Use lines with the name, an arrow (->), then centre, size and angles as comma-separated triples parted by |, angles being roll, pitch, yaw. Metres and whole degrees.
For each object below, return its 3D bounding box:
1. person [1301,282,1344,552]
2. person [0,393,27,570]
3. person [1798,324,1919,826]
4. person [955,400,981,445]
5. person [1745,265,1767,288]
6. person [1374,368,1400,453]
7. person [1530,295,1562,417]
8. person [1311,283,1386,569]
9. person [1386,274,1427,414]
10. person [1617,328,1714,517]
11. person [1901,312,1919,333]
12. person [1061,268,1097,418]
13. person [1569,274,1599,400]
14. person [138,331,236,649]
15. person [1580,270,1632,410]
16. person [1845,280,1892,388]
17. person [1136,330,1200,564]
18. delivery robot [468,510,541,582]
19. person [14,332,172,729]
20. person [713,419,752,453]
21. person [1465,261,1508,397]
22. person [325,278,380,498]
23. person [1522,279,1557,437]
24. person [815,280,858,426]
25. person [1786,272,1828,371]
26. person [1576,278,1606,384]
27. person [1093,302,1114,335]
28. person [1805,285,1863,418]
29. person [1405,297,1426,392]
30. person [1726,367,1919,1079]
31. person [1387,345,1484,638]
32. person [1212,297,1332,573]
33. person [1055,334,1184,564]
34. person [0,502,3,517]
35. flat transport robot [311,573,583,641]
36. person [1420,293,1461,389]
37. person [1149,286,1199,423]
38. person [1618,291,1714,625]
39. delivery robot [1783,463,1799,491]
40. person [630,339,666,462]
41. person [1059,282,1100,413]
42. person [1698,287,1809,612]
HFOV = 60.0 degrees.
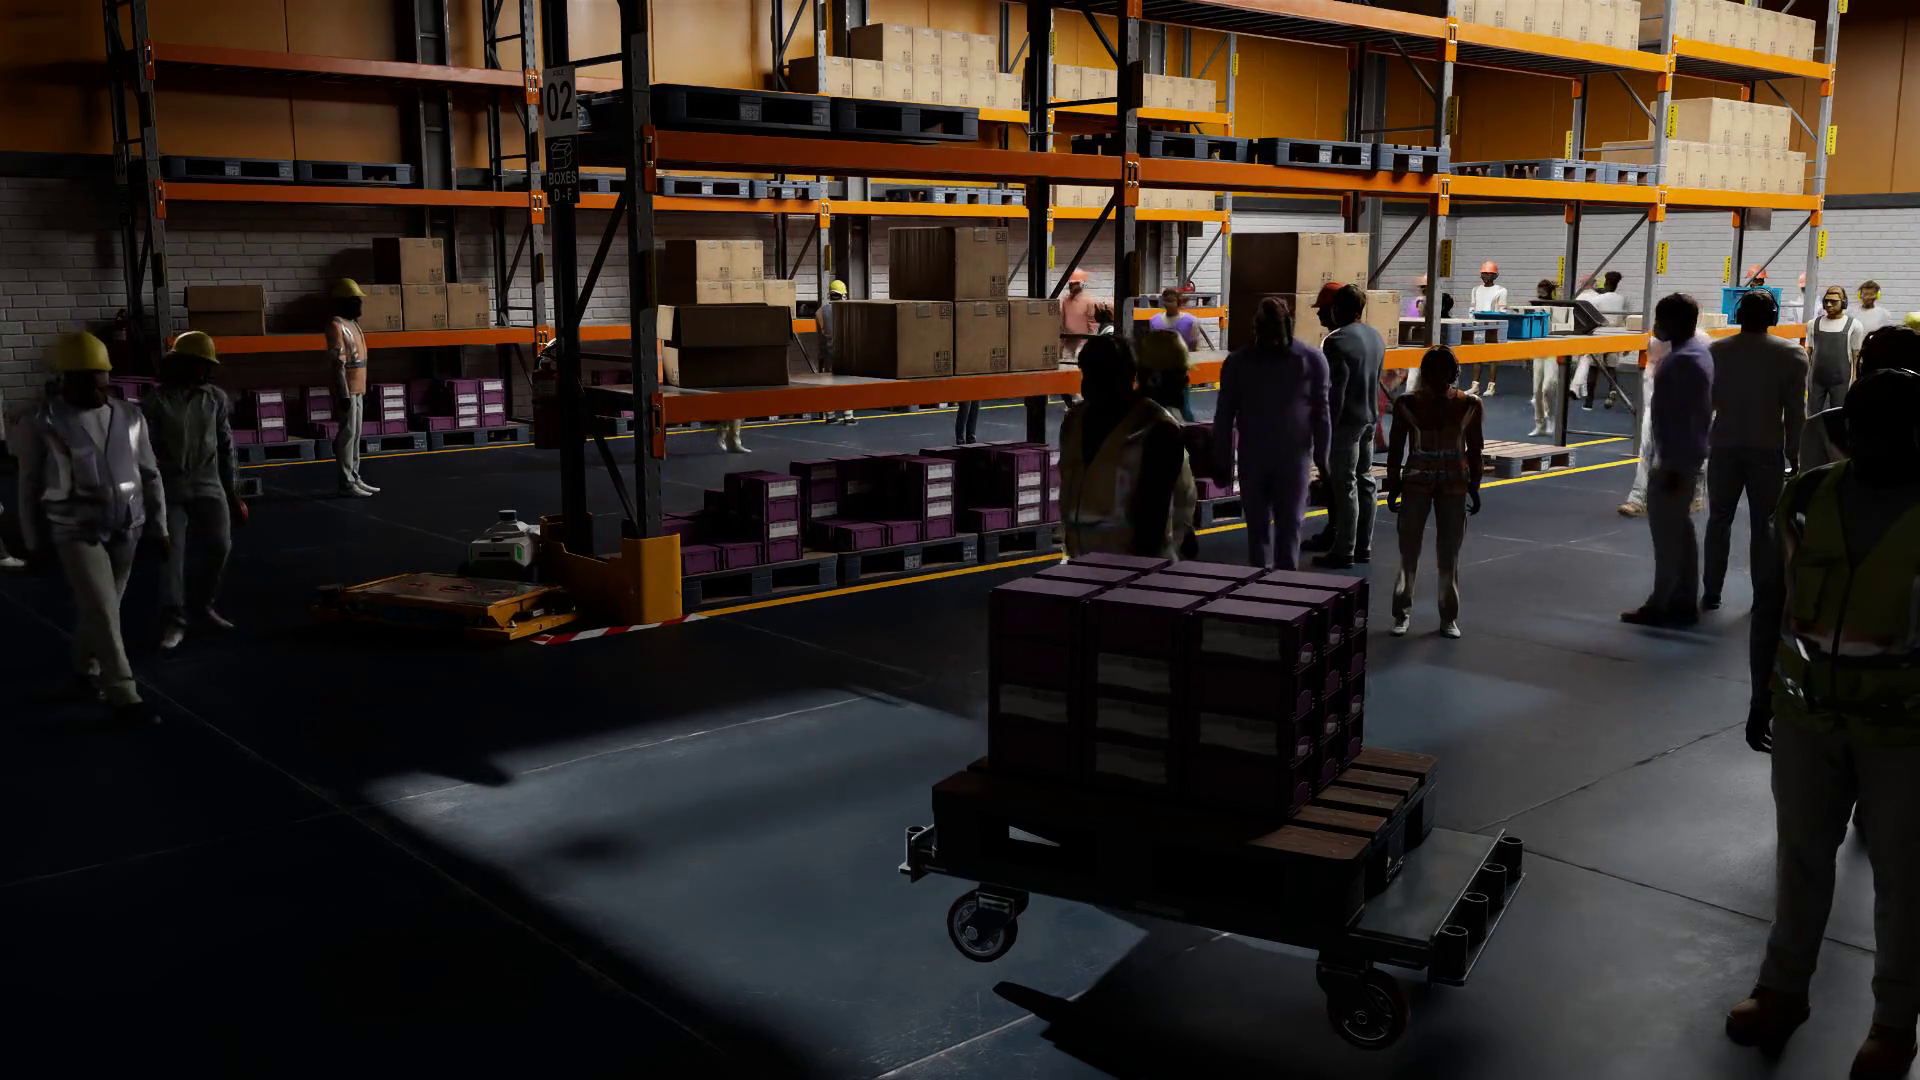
person -> 2.674, -0.883, 12.010 | 0.358, 1.936, 0.552 | 5, 11, 28
person -> -6.677, -0.745, 11.259 | 0.585, 1.918, 0.378 | 4, 10, 21
person -> 3.292, 0.169, 6.015 | 0.575, 1.883, 0.355 | 0, 10, -1
person -> 0.122, -1.670, 17.504 | 0.277, 1.633, 0.507 | 6, 11, 31
person -> 11.094, -2.848, 23.341 | 0.610, 1.996, 0.384 | -3, 10, -16
person -> 4.400, -1.763, 17.738 | 0.787, 1.743, 0.528 | -6, 12, -33
person -> 7.830, -2.415, 21.919 | 0.375, 1.622, 0.505 | 4, 10, 21
person -> 2.651, -0.773, 11.364 | 0.378, 1.940, 0.628 | 10, 14, 44
person -> 6.107, -2.628, 22.372 | 0.880, 1.903, 0.542 | -2, 10, -13
person -> 5.802, -1.073, 13.558 | 0.949, 1.792, 0.644 | -7, 12, -34
person -> 6.687, -0.712, 11.601 | 0.655, 1.730, 0.602 | -7, 12, -34
person -> 1.574, -2.568, 21.768 | 0.565, 1.980, 0.620 | -8, 13, -41
person -> 9.311, -3.023, 24.762 | 0.983, 1.868, 0.648 | -9, 13, -42
person -> -4.272, -0.275, 9.108 | 0.409, 1.725, 0.625 | 9, 13, 42
person -> 8.859, -2.724, 22.803 | 0.688, 1.934, 0.567 | 1, 10, 4
person -> 10.629, -2.129, 19.563 | 0.564, 1.851, 0.586 | 7, 12, 35
person -> 0.967, -0.032, 7.431 | 0.890, 1.790, 0.614 | 2, 10, 13
delivery robot -> -2.784, 0.057, 10.275 | 0.477, 0.478, 0.707 | 0, 10, -1
person -> -4.003, -0.070, 7.693 | 0.915, 1.792, 0.607 | 7, 12, 34
person -> -2.419, -1.714, 17.795 | 0.376, 1.611, 0.576 | 4, 11, 24
person -> 7.975, -3.195, 25.228 | 0.365, 2.048, 0.605 | -9, 13, -42
person -> -5.384, -1.335, 14.718 | 0.371, 1.935, 0.597 | -1, 10, -5
person -> 6.850, -2.118, 19.499 | 0.392, 1.847, 0.560 | -9, 13, -41
person -> -1.527, -2.346, 20.922 | 0.596, 1.825, 0.403 | 4, 11, 23
person -> 11.564, -2.702, 22.723 | 0.567, 1.914, 0.420 | 7, 12, 37
person -> 10.621, -3.480, 27.753 | 0.367, 1.758, 0.525 | 3, 10, 16
person -> 1.548, -1.736, 17.878 | 0.308, 1.641, 0.514 | -2, 10, -13
person -> 8.327, -1.508, 15.936 | 0.508, 1.844, 0.332 | 9, 13, 42
person -> 5.880, -2.258, 21.011 | 0.731, 1.615, 0.530 | -3, 10, -17
person -> 2.373, 0.469, 4.375 | 0.429, 1.842, 0.633 | -8, 12, -39
person -> 2.645, -0.267, 9.277 | 0.525, 1.639, 0.307 | 2, 10, 10
person -> 1.799, -0.462, 9.709 | 0.680, 1.874, 0.827 | 3, 10, 18
person -> 0.600, 0.103, 6.571 | 0.440, 1.825, 0.628 | -9, 13, -43
person -> -6.134, -0.515, 10.141 | 0.460, 1.840, 0.603 | 1, 10, 4
flat transport robot -> -2.951, 0.367, 9.562 | 1.431, 0.197, 0.652 | 4, 11, 24
person -> 5.700, -2.074, 19.687 | 0.540, 1.695, 0.318 | 8, 13, 40
person -> 2.320, -1.835, 17.955 | 0.574, 1.816, 0.861 | 6, 11, 30
person -> 4.114, -0.457, 9.591 | 0.393, 1.928, 0.659 | 4, 11, 24
delivery robot -> 6.875, -0.474, 13.383 | 0.707, 0.478, 0.477 | -7, 12, -36
person -> -3.209, -1.639, 17.131 | 0.322, 1.699, 0.535 | 2, 10, 13
person -> 1.540, -2.591, 22.239 | 0.646, 1.866, 0.953 | 2, 10, 12
person -> 4.701, -0.531, 9.949 | 0.627, 1.940, 0.372 | 6, 11, 30
